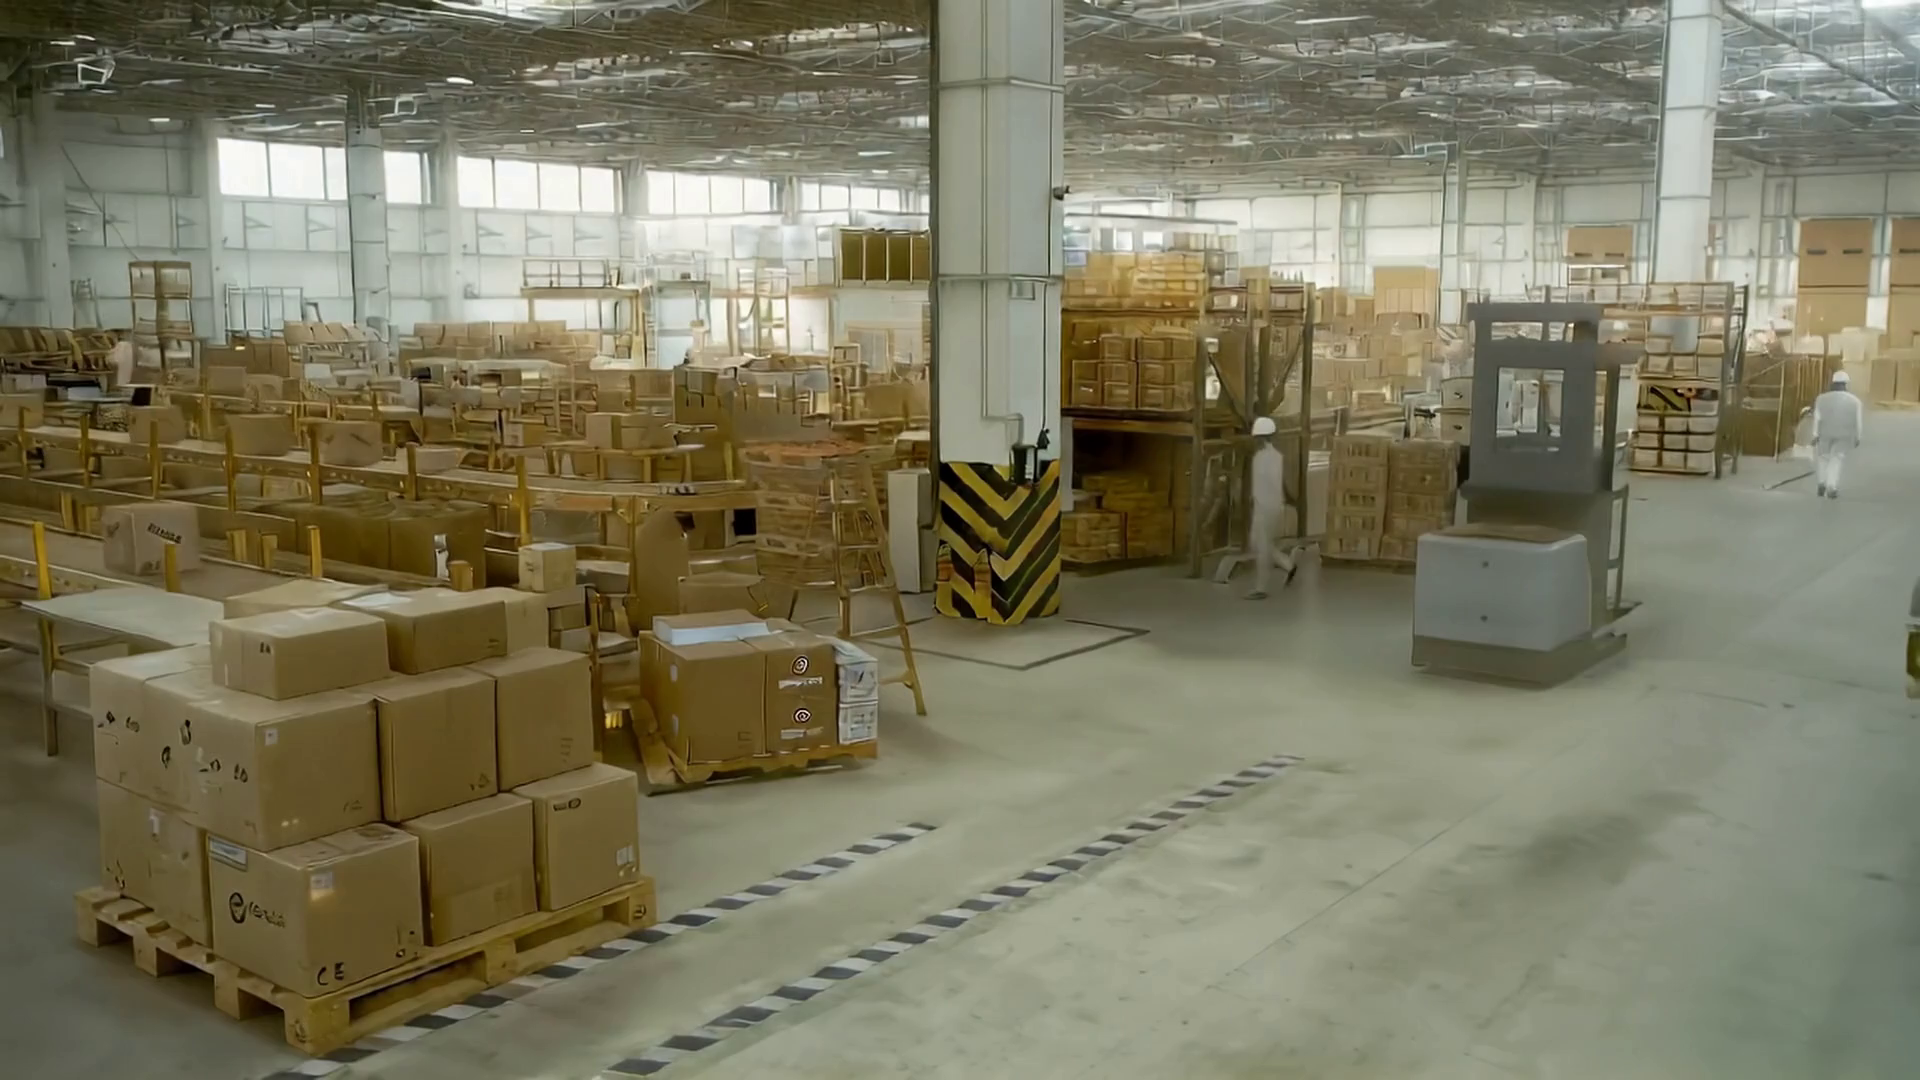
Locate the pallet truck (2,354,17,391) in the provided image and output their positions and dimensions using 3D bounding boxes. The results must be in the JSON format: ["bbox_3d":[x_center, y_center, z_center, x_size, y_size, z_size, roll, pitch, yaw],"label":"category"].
[{"bbox_3d":[-24.881,-4.417,42.634,1.885,1.965,0.823,8,11,41],"label":"pallet truck"}]

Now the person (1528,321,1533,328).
[{"bbox_3d":[27.217,-9.796,79.113,0.609,1.943,0.409,-8,12,-43],"label":"person"}]

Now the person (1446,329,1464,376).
[{"bbox_3d":[14.196,-5.116,47.743,0.564,1.889,1.007,-1,9,-9],"label":"person"}]

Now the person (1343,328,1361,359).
[{"bbox_3d":[12.128,-5.656,51.537,0.369,1.832,0.571,-8,12,-43],"label":"person"}]

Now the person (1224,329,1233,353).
[{"bbox_3d":[7.466,-4.928,46.186,0.361,1.963,0.614,0,8,3],"label":"person"}]

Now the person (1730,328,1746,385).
[{"bbox_3d":[22.807,-5.305,49.079,0.595,1.874,1.011,-6,10,-33],"label":"person"}]

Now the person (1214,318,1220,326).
[{"bbox_3d":[11.250,-8.874,73.145,0.579,1.856,0.854,5,10,29],"label":"person"}]

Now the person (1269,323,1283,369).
[{"bbox_3d":[11.394,-6.914,59.980,0.509,1.844,0.329,-4,9,-24],"label":"person"}]

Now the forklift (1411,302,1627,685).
[{"bbox_3d":[4.379,-0.438,12.852,1.129,2.768,1.873,7,11,37],"label":"forklift"}]

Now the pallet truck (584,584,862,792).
[{"bbox_3d":[-1.426,0.805,10.019,1.601,1.201,0.680,-4,9,-26],"label":"pallet truck"}]

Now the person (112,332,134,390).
[{"bbox_3d":[-21.814,-4.434,43.127,0.687,1.879,0.719,6,10,35],"label":"person"}]

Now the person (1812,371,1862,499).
[{"bbox_3d":[12.457,-1.497,23.628,0.628,1.791,0.876,4,9,27],"label":"person"}]

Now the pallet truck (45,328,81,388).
[{"bbox_3d":[-23.775,-4.544,43.495,1.885,1.965,0.823,6,10,35],"label":"pallet truck"}]

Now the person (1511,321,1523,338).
[{"bbox_3d":[24.624,-8.858,73.521,0.492,1.714,0.791,3,9,22],"label":"person"}]

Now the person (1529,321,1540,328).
[{"bbox_3d":[26.998,-9.592,77.901,0.591,1.889,0.920,-5,10,-33],"label":"person"}]

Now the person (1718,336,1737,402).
[{"bbox_3d":[16.584,-3.393,35.810,0.647,1.968,0.681,-2,9,-15],"label":"person"}]

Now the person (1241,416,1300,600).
[{"bbox_3d":[2.953,-0.298,15.717,0.555,1.752,0.527,-2,9,-16],"label":"person"}]

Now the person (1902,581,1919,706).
[{"bbox_3d":[5.340,0.750,8.890,0.548,1.670,0.693,5,10,31],"label":"person"}]

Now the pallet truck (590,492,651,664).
[{"bbox_3d":[-3.115,0.344,12.883,0.653,1.274,1.630,7,11,37],"label":"pallet truck"}]

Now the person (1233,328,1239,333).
[{"bbox_3d":[8.574,-5.716,52.042,0.503,1.807,1.011,-6,10,-34],"label":"person"}]

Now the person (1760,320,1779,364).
[{"bbox_3d":[33.066,-8.065,67.905,0.640,1.791,0.950,-2,9,-16],"label":"person"}]

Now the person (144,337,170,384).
[{"bbox_3d":[-19.798,-4.207,41.068,0.615,2.040,0.391,-8,12,-43],"label":"person"}]

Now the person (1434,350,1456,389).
[{"bbox_3d":[11.019,-3.505,37.746,0.505,1.618,0.577,6,10,36],"label":"person"}]
